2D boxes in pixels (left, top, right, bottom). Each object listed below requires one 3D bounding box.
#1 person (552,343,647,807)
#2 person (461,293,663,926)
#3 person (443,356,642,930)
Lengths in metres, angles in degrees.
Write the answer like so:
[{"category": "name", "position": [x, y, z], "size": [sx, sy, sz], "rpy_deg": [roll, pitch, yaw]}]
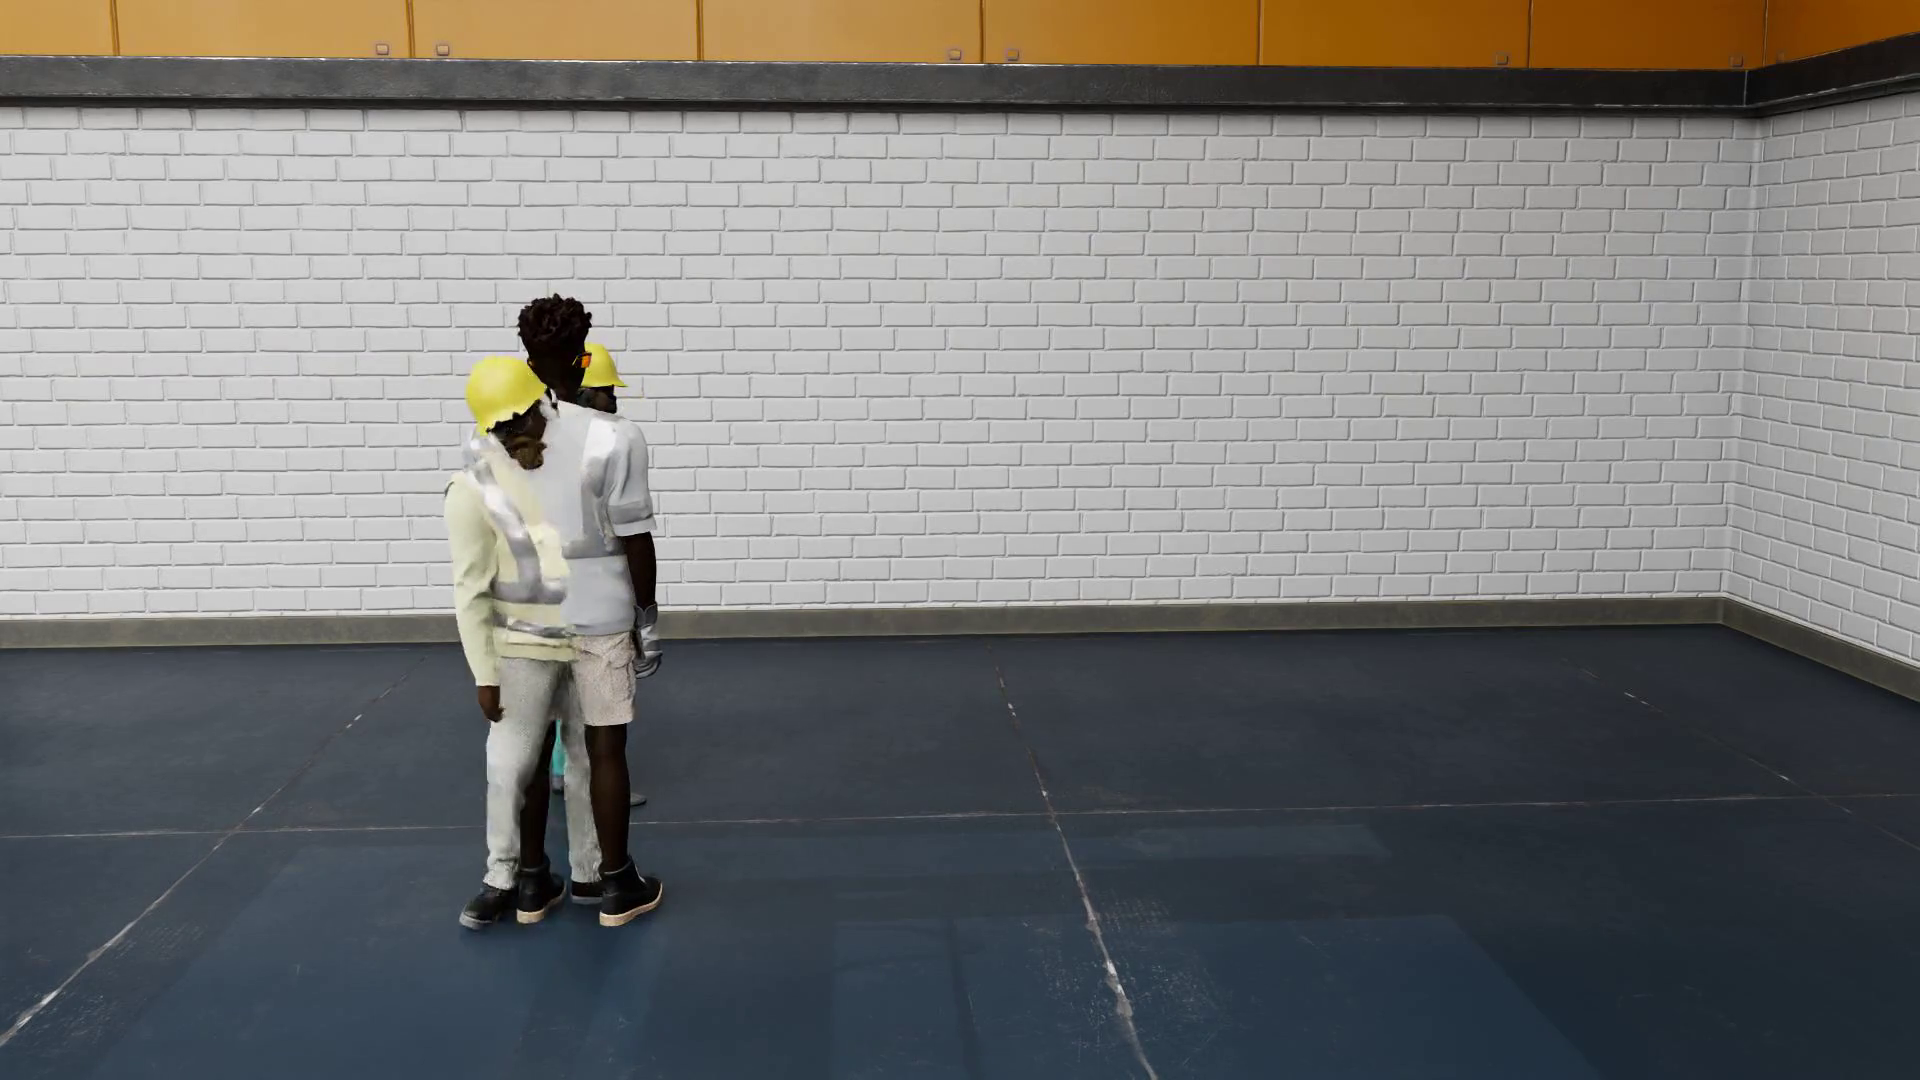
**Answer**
[{"category": "person", "position": [-1.407, 0.138, 6.353], "size": [0.319, 1.767, 0.534], "rpy_deg": [-5, 11, -31]}, {"category": "person", "position": [-1.214, 0.228, 5.159], "size": [0.606, 1.967, 0.367], "rpy_deg": [1, 9, 8]}, {"category": "person", "position": [-1.265, 0.322, 5.161], "size": [0.411, 1.783, 0.674], "rpy_deg": [8, 12, 41]}]
